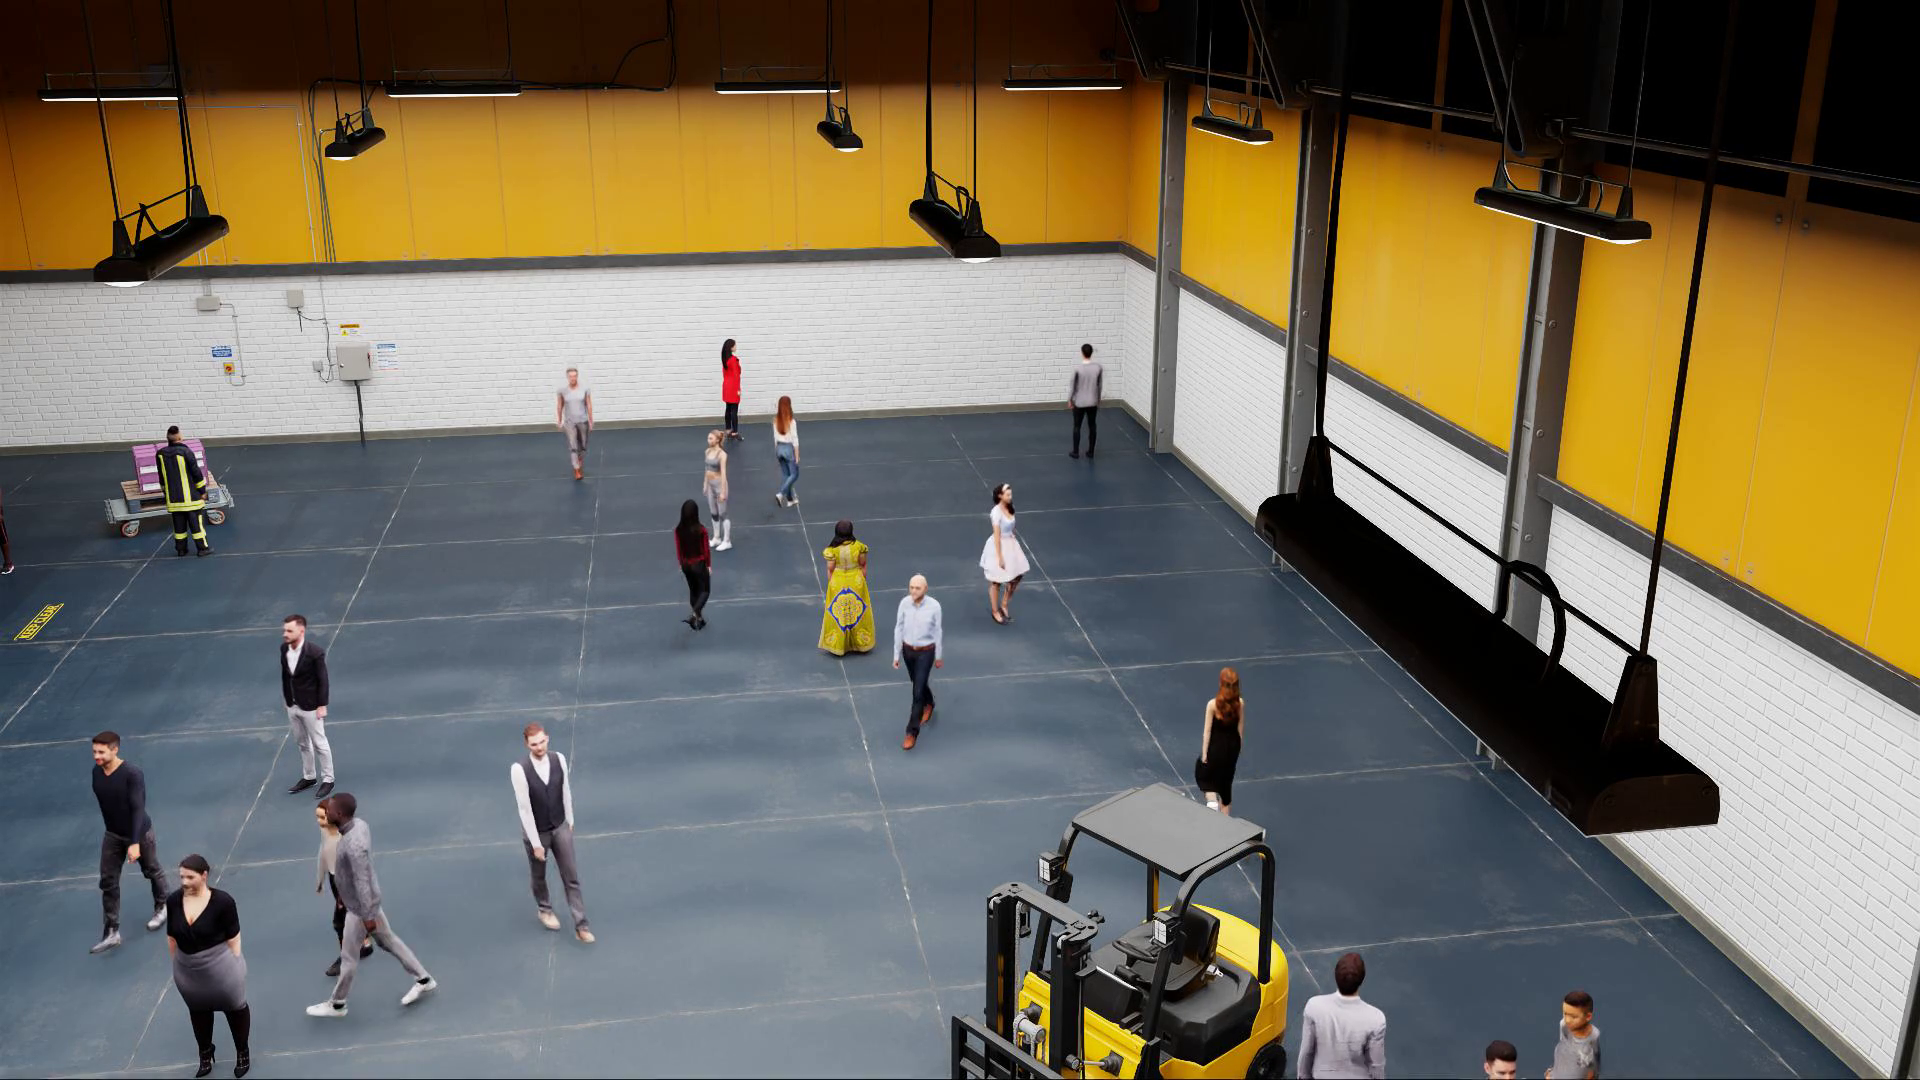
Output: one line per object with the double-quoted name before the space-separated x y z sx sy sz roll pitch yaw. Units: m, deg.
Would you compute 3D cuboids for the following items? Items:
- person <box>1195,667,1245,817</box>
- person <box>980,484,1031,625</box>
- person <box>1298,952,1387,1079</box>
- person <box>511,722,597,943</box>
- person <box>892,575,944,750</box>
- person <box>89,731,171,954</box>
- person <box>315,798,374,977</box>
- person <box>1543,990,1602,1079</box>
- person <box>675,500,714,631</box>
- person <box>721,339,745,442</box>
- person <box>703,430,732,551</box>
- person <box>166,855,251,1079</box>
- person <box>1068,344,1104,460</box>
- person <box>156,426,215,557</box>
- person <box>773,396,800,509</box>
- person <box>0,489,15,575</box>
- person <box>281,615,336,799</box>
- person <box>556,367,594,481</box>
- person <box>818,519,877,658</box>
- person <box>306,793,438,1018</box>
"person" 2.434 1.963 15.225 0.624 1.610 0.632 -6 20 -18
"person" 0.433 0.173 20.236 0.955 1.804 0.899 12 22 31
"person" 2.367 3.459 10.428 0.919 1.837 0.998 9 20 24
"person" -3.447 2.344 13.629 0.976 1.907 1.195 -14 23 -36
"person" -0.412 1.188 17.299 1.058 1.755 1.333 6 20 17
"person" -6.749 2.379 13.644 0.865 1.830 1.135 3 19 8
"person" -4.846 2.696 13.268 0.766 1.469 0.824 12 22 33
"person" 4.059 3.507 10.901 0.844 1.443 0.905 12 22 31
"person" -3.204 0.346 19.973 0.777 1.644 0.883 6 19 16
"person" -3.914 -2.581 28.498 0.780 1.750 0.688 -13 22 -33
"person" -3.341 -0.705 23.004 0.625 1.702 0.699 16 24 39
"person" -5.340 3.026 11.834 0.708 1.760 0.677 0 19 1
"person" 2.093 -2.280 27.335 0.759 1.921 0.673 -5 19 -13
"person" -10.601 -0.682 22.685 0.814 1.861 0.769 1 19 3
"person" -2.617 -1.266 24.651 0.897 1.713 0.994 11 21 29
"person" -12.904 -0.424 22.088 0.605 1.754 0.567 -1 19 -2
"person" -6.292 1.571 16.021 0.740 1.844 0.749 8 20 22
"person" -6.107 -1.889 26.362 0.799 1.801 1.068 -6 19 -16
"person" -1.316 0.547 19.351 0.859 1.660 0.775 -5 19 -14
"person" -4.413 2.754 12.596 0.914 1.789 1.177 -7 20 -21
